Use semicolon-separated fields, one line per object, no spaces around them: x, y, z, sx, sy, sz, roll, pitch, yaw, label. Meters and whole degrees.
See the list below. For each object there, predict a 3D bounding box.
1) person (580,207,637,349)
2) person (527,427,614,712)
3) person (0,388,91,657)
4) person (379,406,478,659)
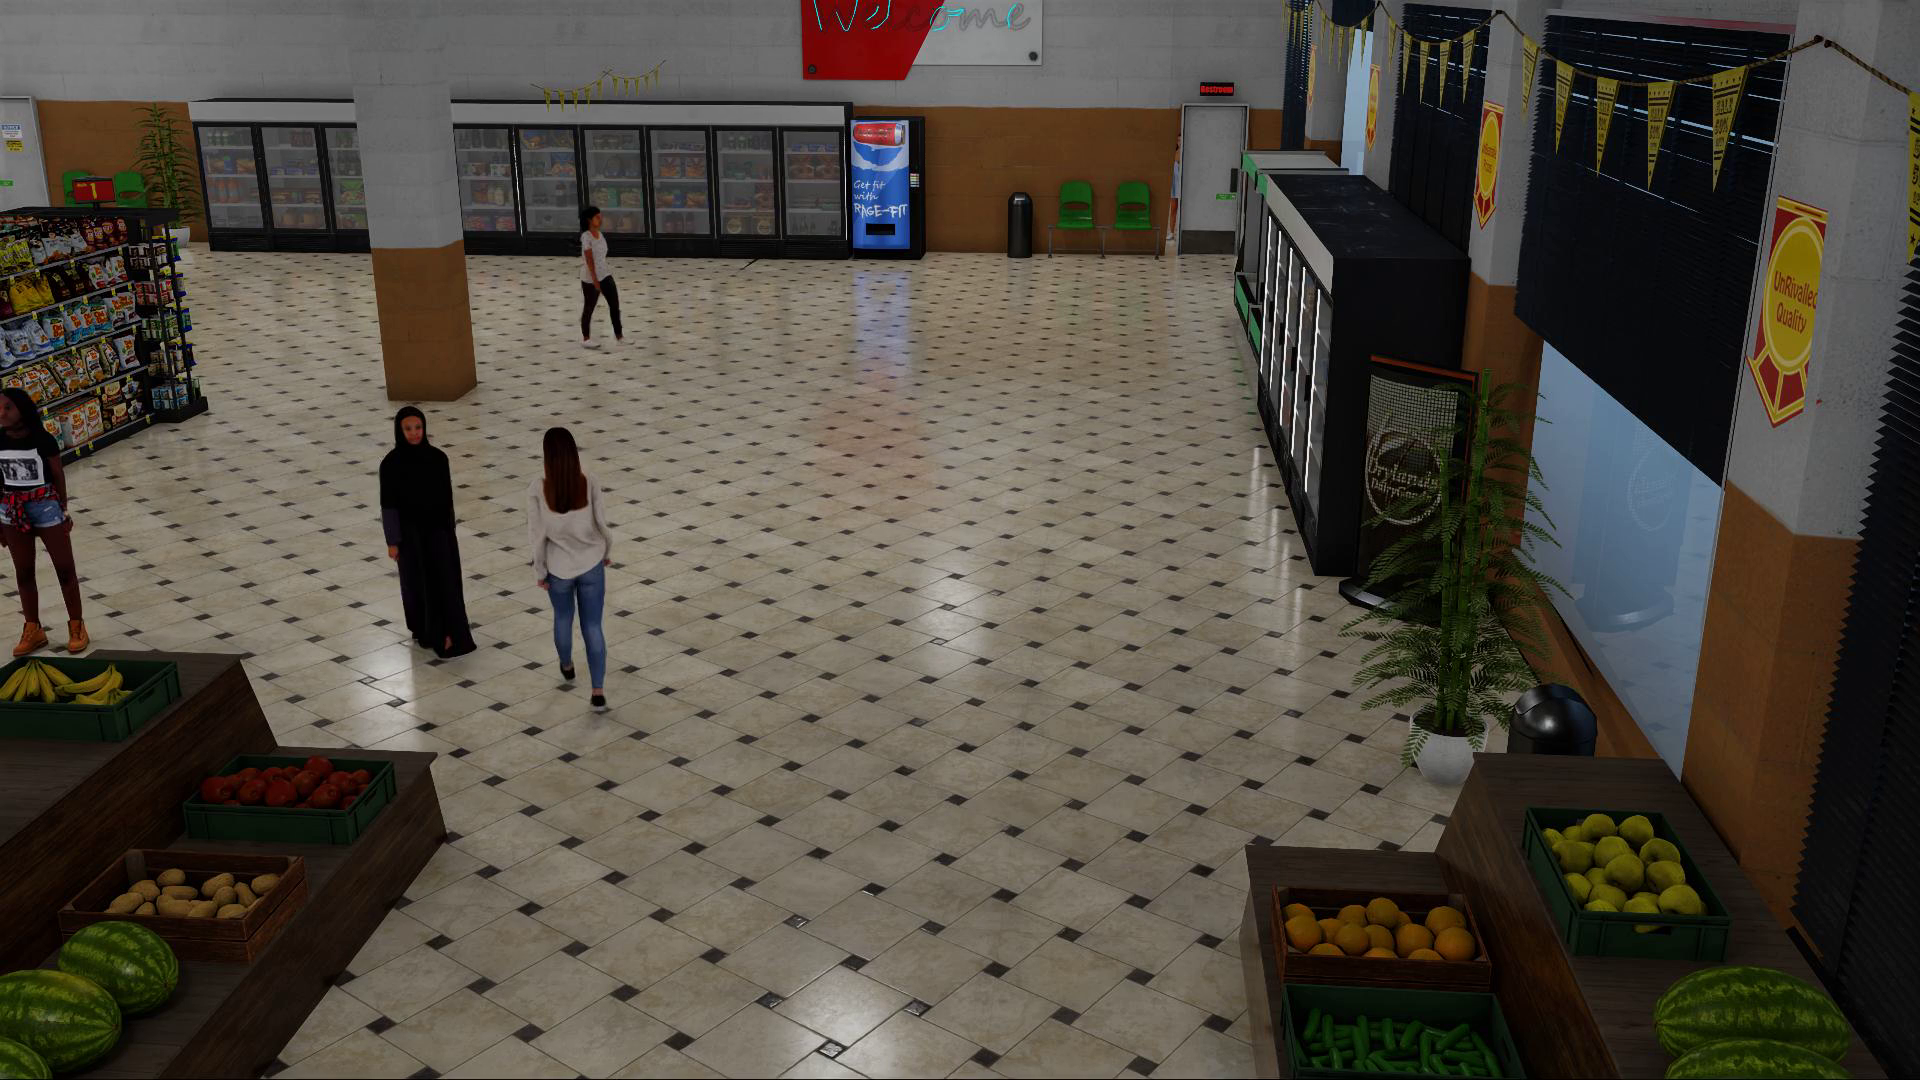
-4.269;-2.995;19.140;0.813;1.620;0.897;9;21;24;person
-2.202;0.196;9.619;0.858;1.655;1.153;-5;19;-14;person
-5.807;-0.120;10.443;0.667;1.727;0.667;-3;19;-8;person
-3.403;-0.070;10.485;0.999;1.607;1.173;-10;21;-27;person
